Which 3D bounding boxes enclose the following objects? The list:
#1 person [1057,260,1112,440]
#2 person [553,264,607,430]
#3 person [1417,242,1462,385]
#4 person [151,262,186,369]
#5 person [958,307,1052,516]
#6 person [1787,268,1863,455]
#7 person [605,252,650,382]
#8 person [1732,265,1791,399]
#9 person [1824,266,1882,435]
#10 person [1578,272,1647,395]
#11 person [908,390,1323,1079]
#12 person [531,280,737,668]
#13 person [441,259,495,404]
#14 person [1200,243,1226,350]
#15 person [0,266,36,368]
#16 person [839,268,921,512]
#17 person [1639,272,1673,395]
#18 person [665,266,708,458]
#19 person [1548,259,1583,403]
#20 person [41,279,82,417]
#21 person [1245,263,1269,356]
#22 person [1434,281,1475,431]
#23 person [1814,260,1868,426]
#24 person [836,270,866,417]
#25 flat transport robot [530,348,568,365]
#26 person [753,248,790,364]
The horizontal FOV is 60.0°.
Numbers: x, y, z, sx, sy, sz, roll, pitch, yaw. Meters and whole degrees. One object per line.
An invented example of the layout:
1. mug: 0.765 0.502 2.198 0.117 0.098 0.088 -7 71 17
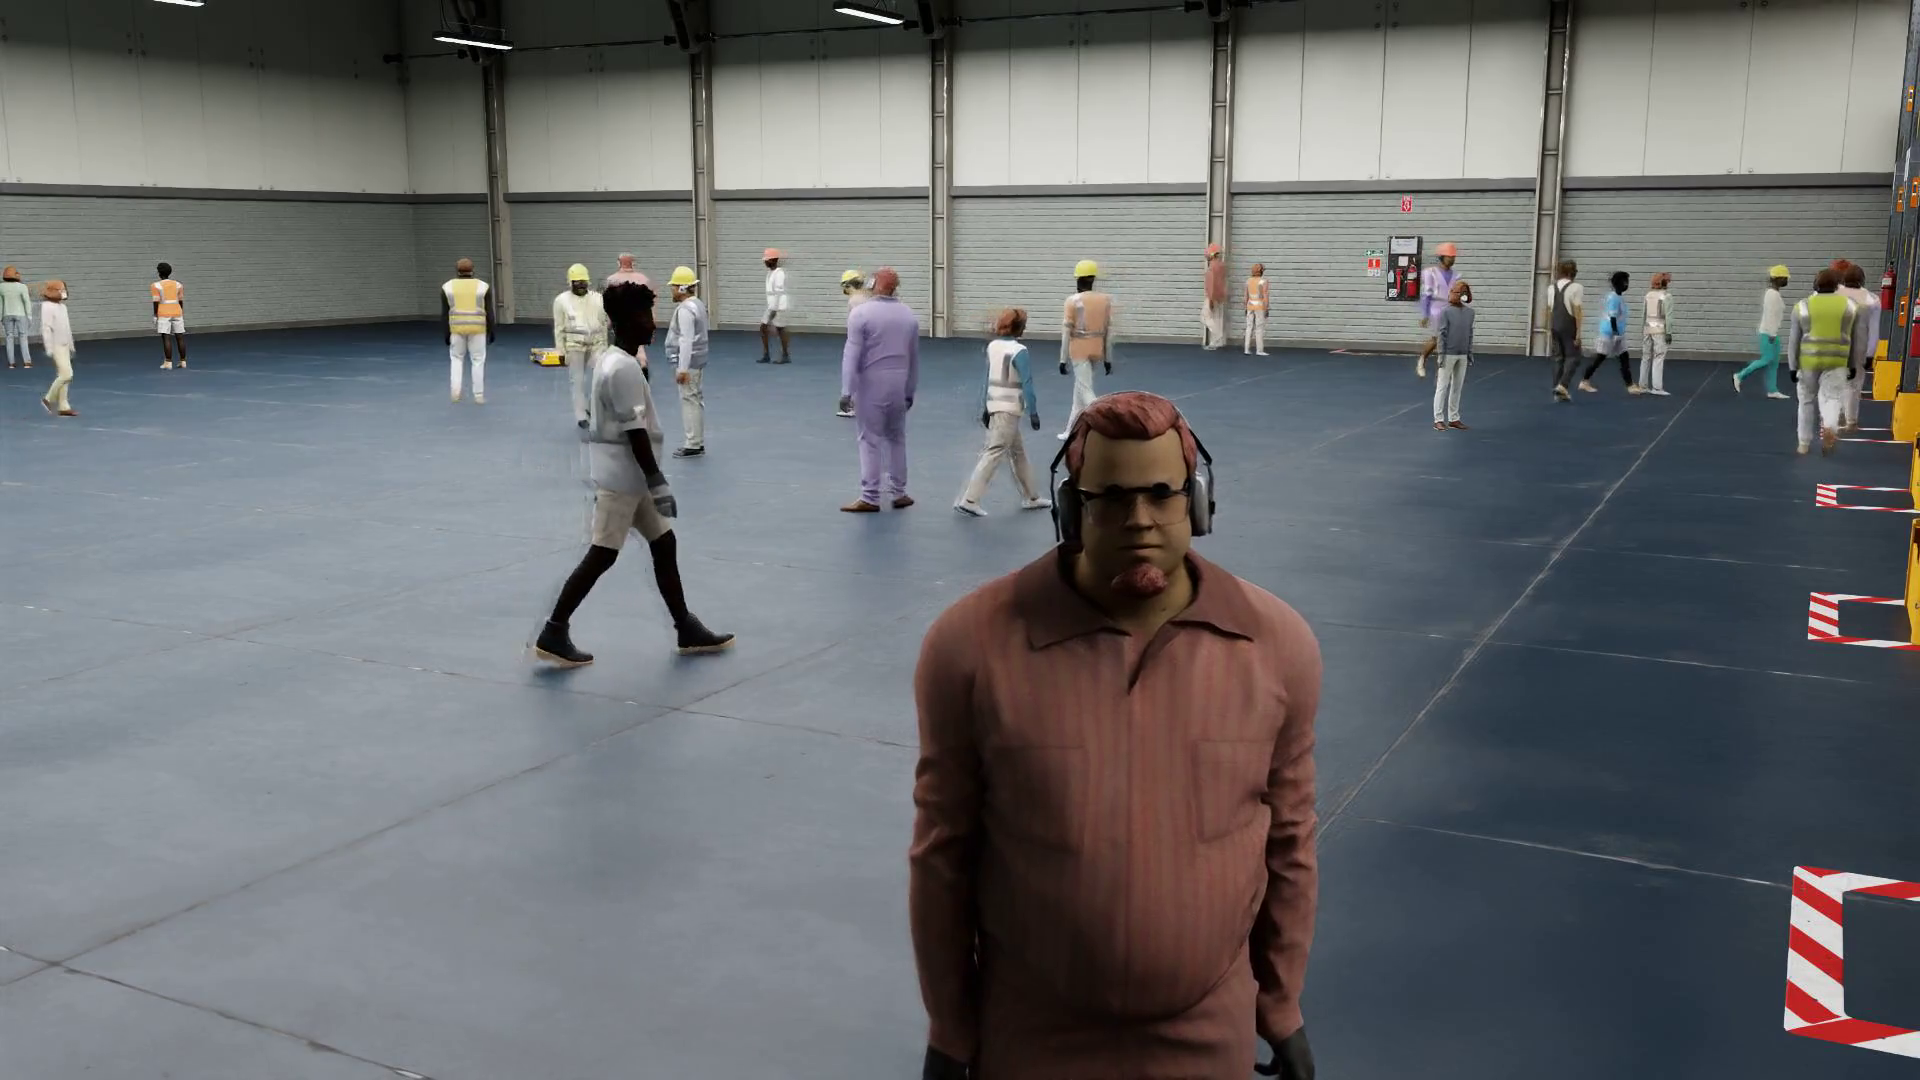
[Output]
1. person: 1.310 -1.906 16.948 0.596 1.888 0.939 -8 13 -37
2. person: -4.149 -2.115 18.267 0.627 1.819 0.426 -7 13 -34
3. person: 6.880 -3.245 23.840 0.616 2.029 0.570 -3 11 -17
4. person: -12.618 -3.567 26.520 0.322 1.697 0.530 7 12 33
5. person: 0.348 -0.979 12.710 0.889 1.590 0.533 -5 12 -26
6. person: 8.307 -1.702 16.016 0.632 1.821 0.737 5 11 25
7. person: -4.670 -3.098 23.446 0.646 1.892 0.514 -7 12 -32
8. person: 10.542 -2.720 21.740 0.622 1.749 0.535 7 12 33
9. person: 9.489 -2.027 17.848 0.631 1.790 0.959 6 12 28
10. person: 8.755 -2.764 22.288 0.871 1.647 0.543 8 13 39
11. person: 0.245 0.724 2.550 0.643 1.910 0.400 -1 10 -6
12. person: -1.675 -0.322 8.250 1.016 1.921 0.606 -2 11 -11
13. person: -6.221 -2.631 21.059 0.644 1.839 0.447 -2 11 -11
14. person: 4.703 -4.503 30.877 0.437 1.980 0.619 6 12 29
15. person: -15.233 -3.590 26.819 0.508 1.631 0.269 -1 10 -7
16. person: -0.634 -1.149 12.860 0.729 1.881 0.396 -9 14 -40
17. person: 9.319 -2.753 22.239 0.310 1.638 0.523 -3 11 -18
18. person: -2.625 -1.704 15.994 0.404 1.830 0.598 0 10 2
19. person: 7.712 -2.654 21.181 0.393 1.825 0.538 -7 13 -35
20. person: -10.519 -2.239 19.463 0.353 1.618 0.524 -1 10 -6
21. person: 5.265 -4.084 29.503 0.310 1.636 0.522 -8 13 -39
22. person: 5.432 -2.016 18.236 0.501 1.633 0.283 -5 12 -25
23. person: 9.958 -2.235 18.859 0.590 1.837 0.949 6 12 32
24. person: -1.171 -2.268 19.353 0.700 1.722 0.541 2 11 13
25. flat transport robot: -6.729 -3.073 27.717 0.652 0.197 1.431 -4 11 -22
26. person: -3.148 -3.850 27.490 0.722 1.914 0.546 -6 12 -30
